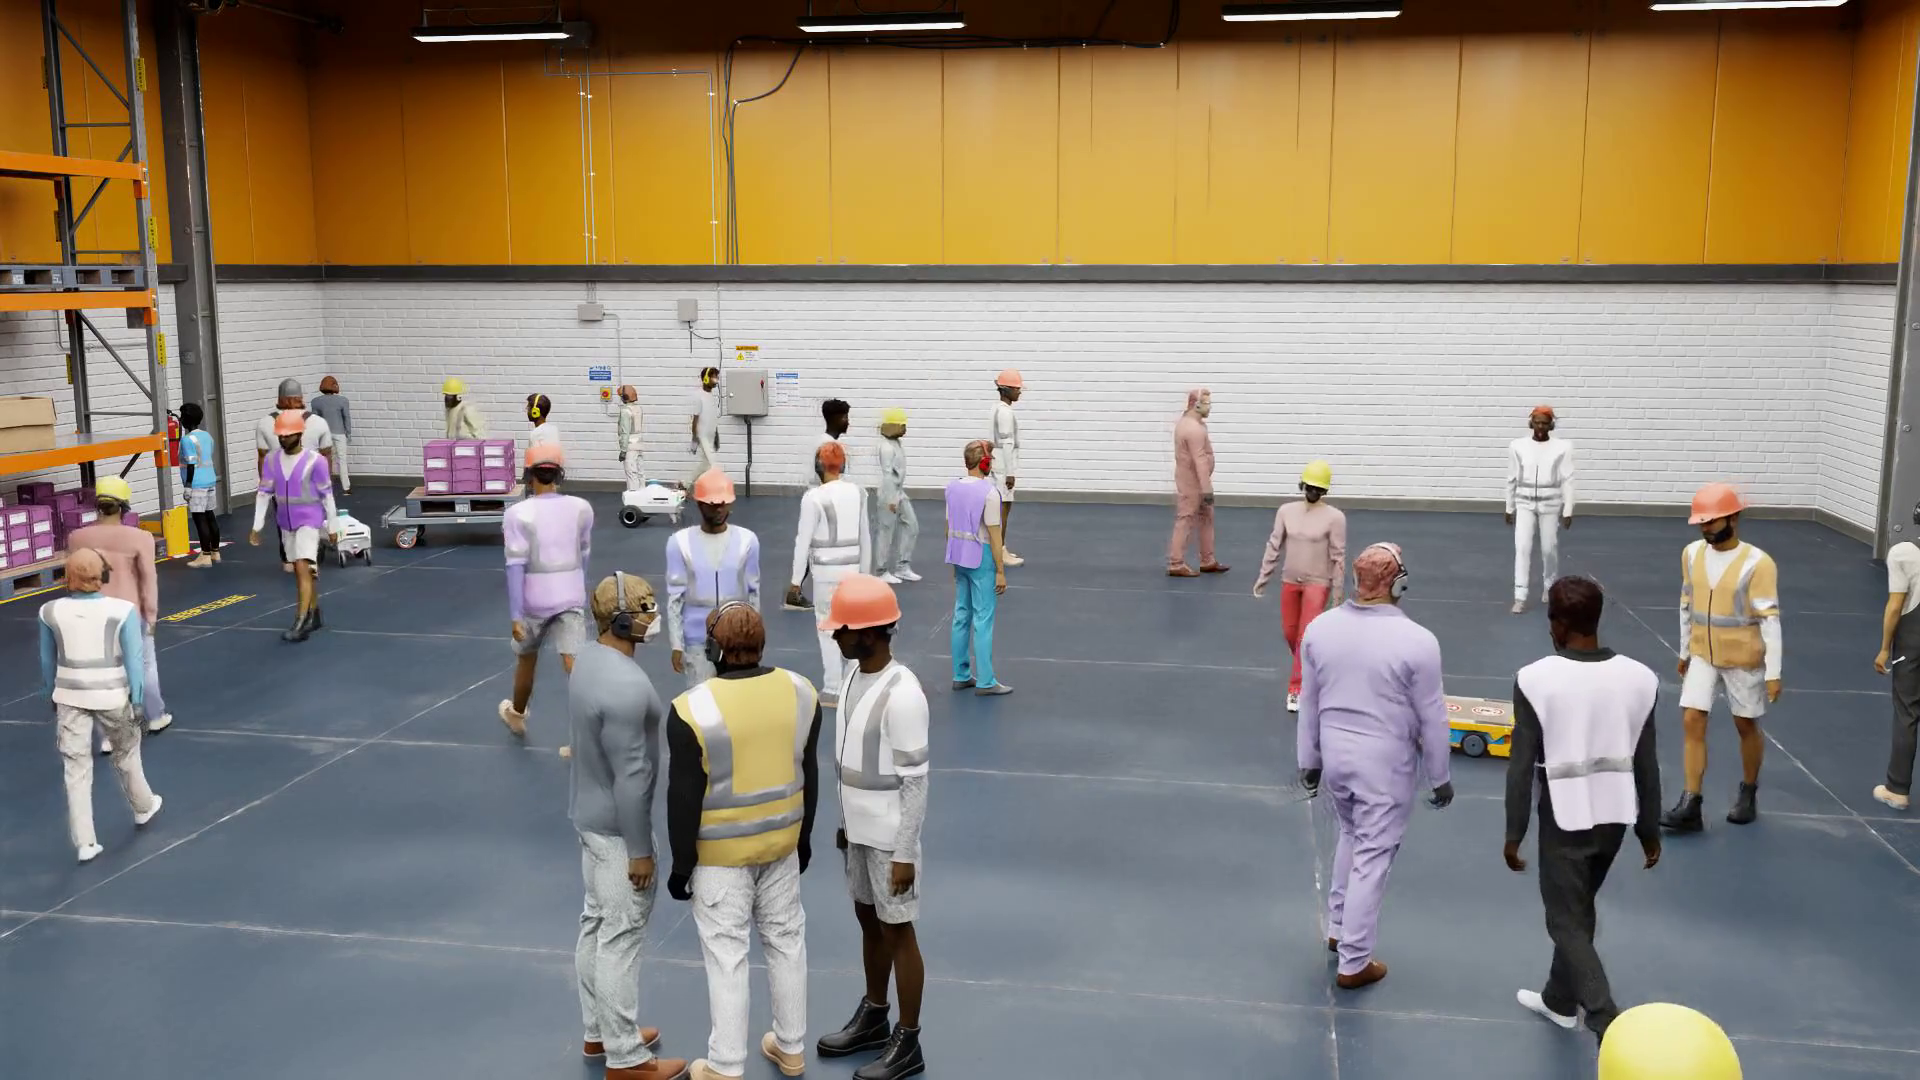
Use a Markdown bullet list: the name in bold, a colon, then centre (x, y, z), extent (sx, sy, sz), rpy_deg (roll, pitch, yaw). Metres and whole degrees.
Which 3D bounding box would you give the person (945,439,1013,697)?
- **person**: centre (0.107, 0.198, 11.937), extent (0.389, 1.847, 0.563), rpy_deg (-7, 12, -39)

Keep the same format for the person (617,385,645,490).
- **person**: centre (-4.098, -1.116, 20.738), extent (0.310, 1.640, 0.514), rpy_deg (2, 9, 12)

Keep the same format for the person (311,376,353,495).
- **person**: centre (-8.519, -1.410, 22.577), extent (0.498, 1.633, 0.284), rpy_deg (-2, 9, -10)

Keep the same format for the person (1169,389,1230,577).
- **person**: centre (2.435, -0.555, 16.488), extent (0.771, 1.879, 0.685), rpy_deg (0, 9, 1)

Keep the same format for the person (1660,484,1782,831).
- **person**: centre (4.117, 0.648, 8.991), extent (0.894, 1.885, 0.694), rpy_deg (-6, 11, -34)

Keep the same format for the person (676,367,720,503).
- **person**: centre (-3.323, -1.320, 21.396), extent (0.754, 1.838, 0.533), rpy_deg (3, 10, 19)

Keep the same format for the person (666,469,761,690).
- **person**: centre (-1.392, 0.552, 9.494), extent (0.544, 1.918, 0.647), rpy_deg (-2, 9, -14)

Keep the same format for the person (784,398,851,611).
- **person**: centre (-1.135, -0.316, 14.947), extent (1.018, 1.909, 0.636), rpy_deg (-2, 9, -14)

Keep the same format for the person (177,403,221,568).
- **person**: centre (-7.847, -0.562, 17.120), extent (0.317, 1.694, 0.540), rpy_deg (0, 9, -2)

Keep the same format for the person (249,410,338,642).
- **person**: centre (-5.511, -0.112, 13.708), extent (0.569, 1.898, 0.885), rpy_deg (2, 9, 12)

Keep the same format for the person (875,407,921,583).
- **person**: centre (-0.585, -0.424, 16.144), extent (0.568, 1.723, 0.519), rpy_deg (2, 9, 14)

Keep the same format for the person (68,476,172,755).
- **person**: centre (-5.402, 0.460, 10.681), extent (0.543, 1.735, 0.811), rpy_deg (-2, 9, -13)

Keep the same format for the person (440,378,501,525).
- **person**: centre (-5.986, -1.103, 20.278), extent (0.983, 1.774, 0.622), rpy_deg (-8, 12, -42)

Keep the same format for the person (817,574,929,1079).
- **person**: centre (-0.325, 1.077, 6.224), extent (0.376, 1.933, 0.545), rpy_deg (-5, 10, -27)

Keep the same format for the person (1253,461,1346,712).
- **person**: centre (2.389, 0.303, 11.580), extent (0.592, 1.734, 0.511), rpy_deg (8, 12, 39)

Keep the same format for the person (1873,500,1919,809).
- **person**: centre (5.450, 0.611, 9.379), extent (0.506, 1.847, 0.345), rpy_deg (1, 9, 9)

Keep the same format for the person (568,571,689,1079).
- **person**: centre (-1.274, 1.072, 6.233), extent (0.372, 1.939, 0.629), rpy_deg (-4, 10, -25)

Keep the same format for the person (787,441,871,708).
- **person**: centre (-0.896, 0.248, 11.587), extent (0.423, 1.869, 0.600), rpy_deg (7, 11, 36)

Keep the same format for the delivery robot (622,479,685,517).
- **delivery robot**: centre (-3.655, -0.482, 19.866), extent (0.707, 0.478, 0.477), rpy_deg (1, 9, 4)

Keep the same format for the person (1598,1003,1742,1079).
- **person**: centre (1.104, 1.658, 2.694), extent (0.615, 1.904, 0.592), rpy_deg (2, 9, 10)

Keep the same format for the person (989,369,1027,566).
- **person**: centre (0.487, -0.753, 17.241), extent (0.393, 2.040, 0.611), rpy_deg (-1, 9, -9)

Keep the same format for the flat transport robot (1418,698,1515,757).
- **flat transport robot**: centre (3.043, 1.168, 10.797), extent (1.431, 0.197, 0.652), rpy_deg (4, 10, 23)

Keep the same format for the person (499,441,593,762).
- **person**: centre (-2.601, 0.369, 10.461), extent (0.603, 1.971, 1.108), rpy_deg (-6, 11, -34)

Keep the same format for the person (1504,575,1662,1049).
- **person**: centre (2.422, 1.089, 6.353), extent (0.628, 1.877, 0.889), rpy_deg (-2, 9, -12)

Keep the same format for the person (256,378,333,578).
- **person**: centre (-6.608, -0.643, 16.557), extent (0.692, 2.000, 0.991), rpy_deg (-3, 10, -20)

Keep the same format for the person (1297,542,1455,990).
- **person**: centre (1.797, 0.950, 7.119), extent (0.653, 1.890, 0.639), rpy_deg (-8, 12, -40)

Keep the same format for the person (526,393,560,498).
- **person**: centre (-4.049, -0.485, 16.093), extent (0.328, 1.876, 0.513), rpy_deg (2, 9, 9)

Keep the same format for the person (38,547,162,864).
- **person**: centre (-4.525, 0.829, 8.761), extent (0.534, 1.599, 0.822), rpy_deg (-1, 9, -9)

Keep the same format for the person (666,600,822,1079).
- **person**: centre (-0.812, 1.134, 6.154), extent (0.624, 1.844, 0.430), rpy_deg (-7, 12, -37)

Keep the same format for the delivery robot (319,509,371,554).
- **delivery robot**: centre (-6.413, -0.075, 17.328), extent (0.477, 0.478, 0.707), rpy_deg (-7, 12, -37)

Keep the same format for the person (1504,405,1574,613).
- **person**: centre (5.235, -0.303, 15.042), extent (0.592, 1.855, 0.866), rpy_deg (4, 10, 26)
